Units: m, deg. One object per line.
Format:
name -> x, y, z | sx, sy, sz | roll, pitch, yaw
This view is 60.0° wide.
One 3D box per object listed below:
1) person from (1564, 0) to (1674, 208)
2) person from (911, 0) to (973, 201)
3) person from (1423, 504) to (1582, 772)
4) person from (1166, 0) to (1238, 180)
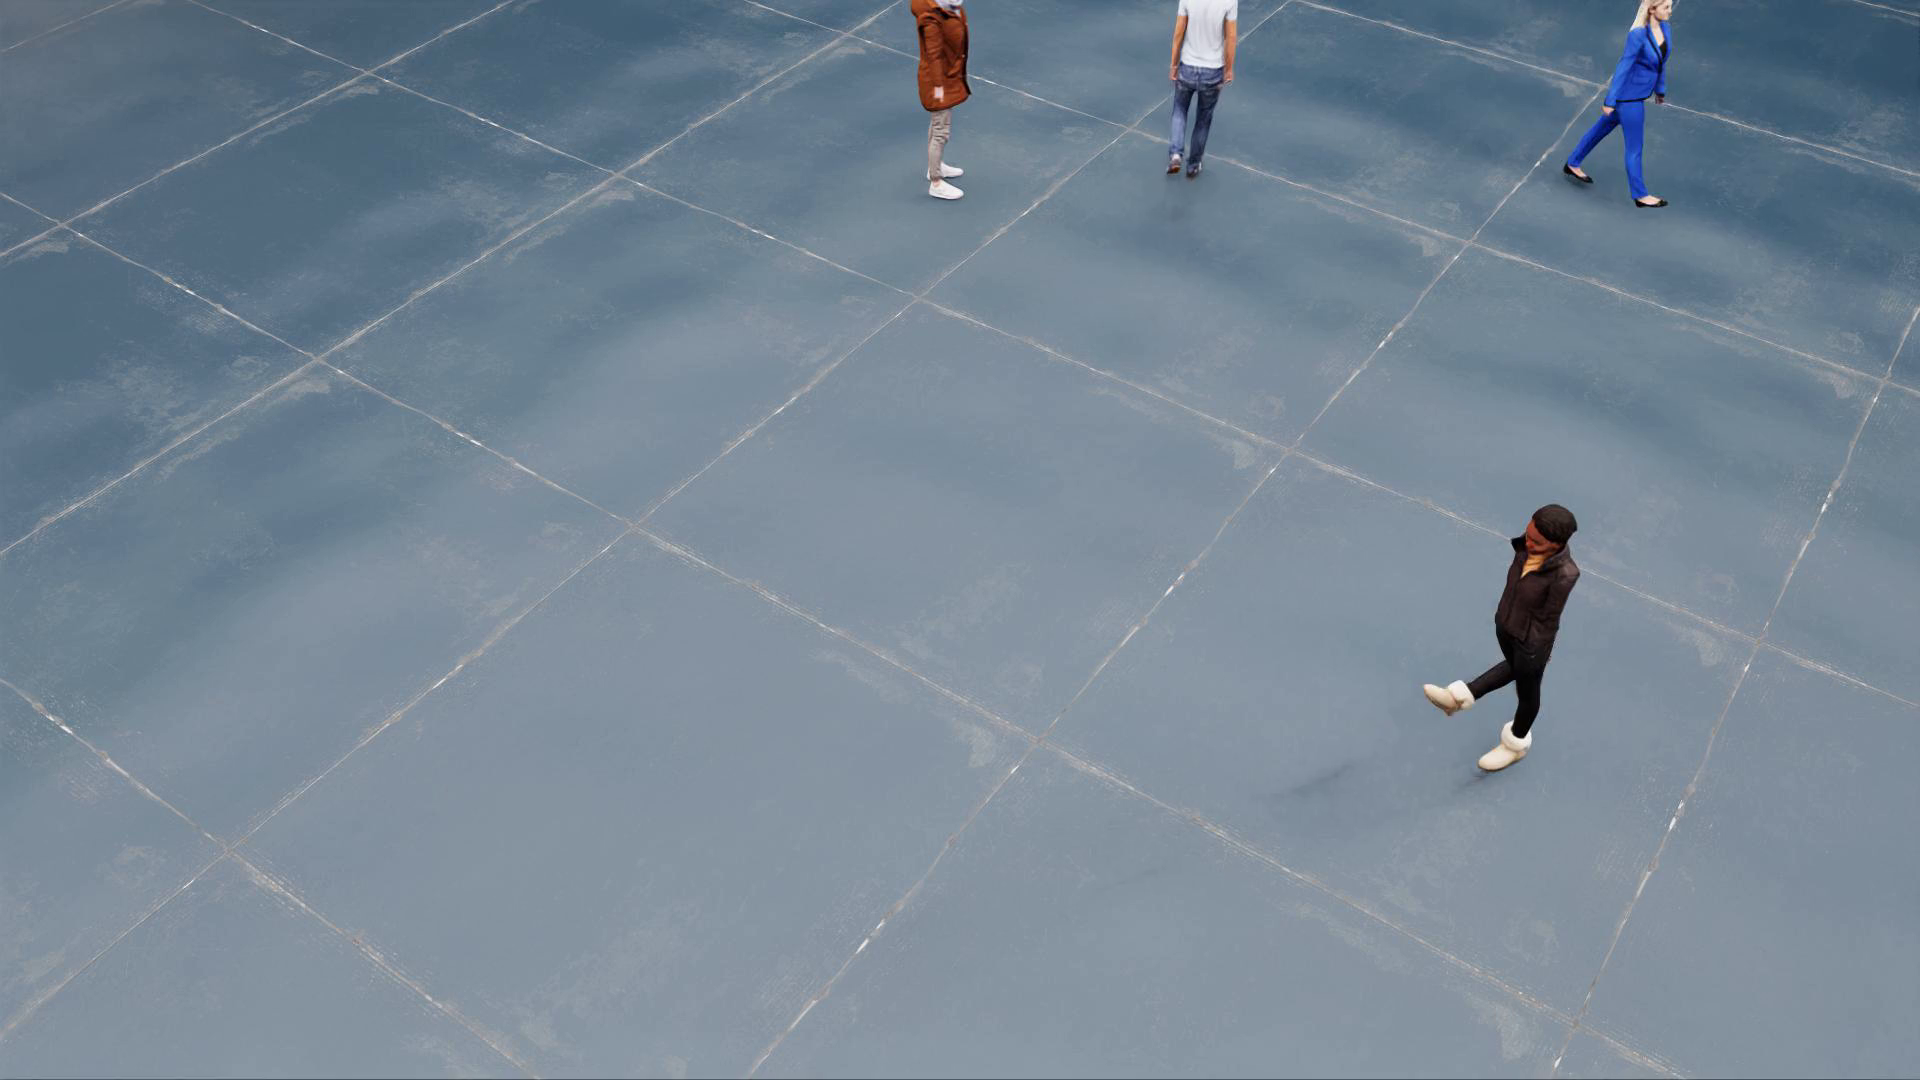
person -> 4.999, -3.380, 12.628 | 1.165, 1.651, 0.773 | 34, 53, 31
person -> -0.156, -3.500, 12.620 | 0.874, 1.837, 0.841 | 2, 43, 2
person -> 2.785, 0.494, 8.469 | 0.879, 1.664, 0.839 | -2, 43, -2
person -> 1.828, -3.544, 12.652 | 0.808, 1.856, 0.834 | 10, 44, 11
